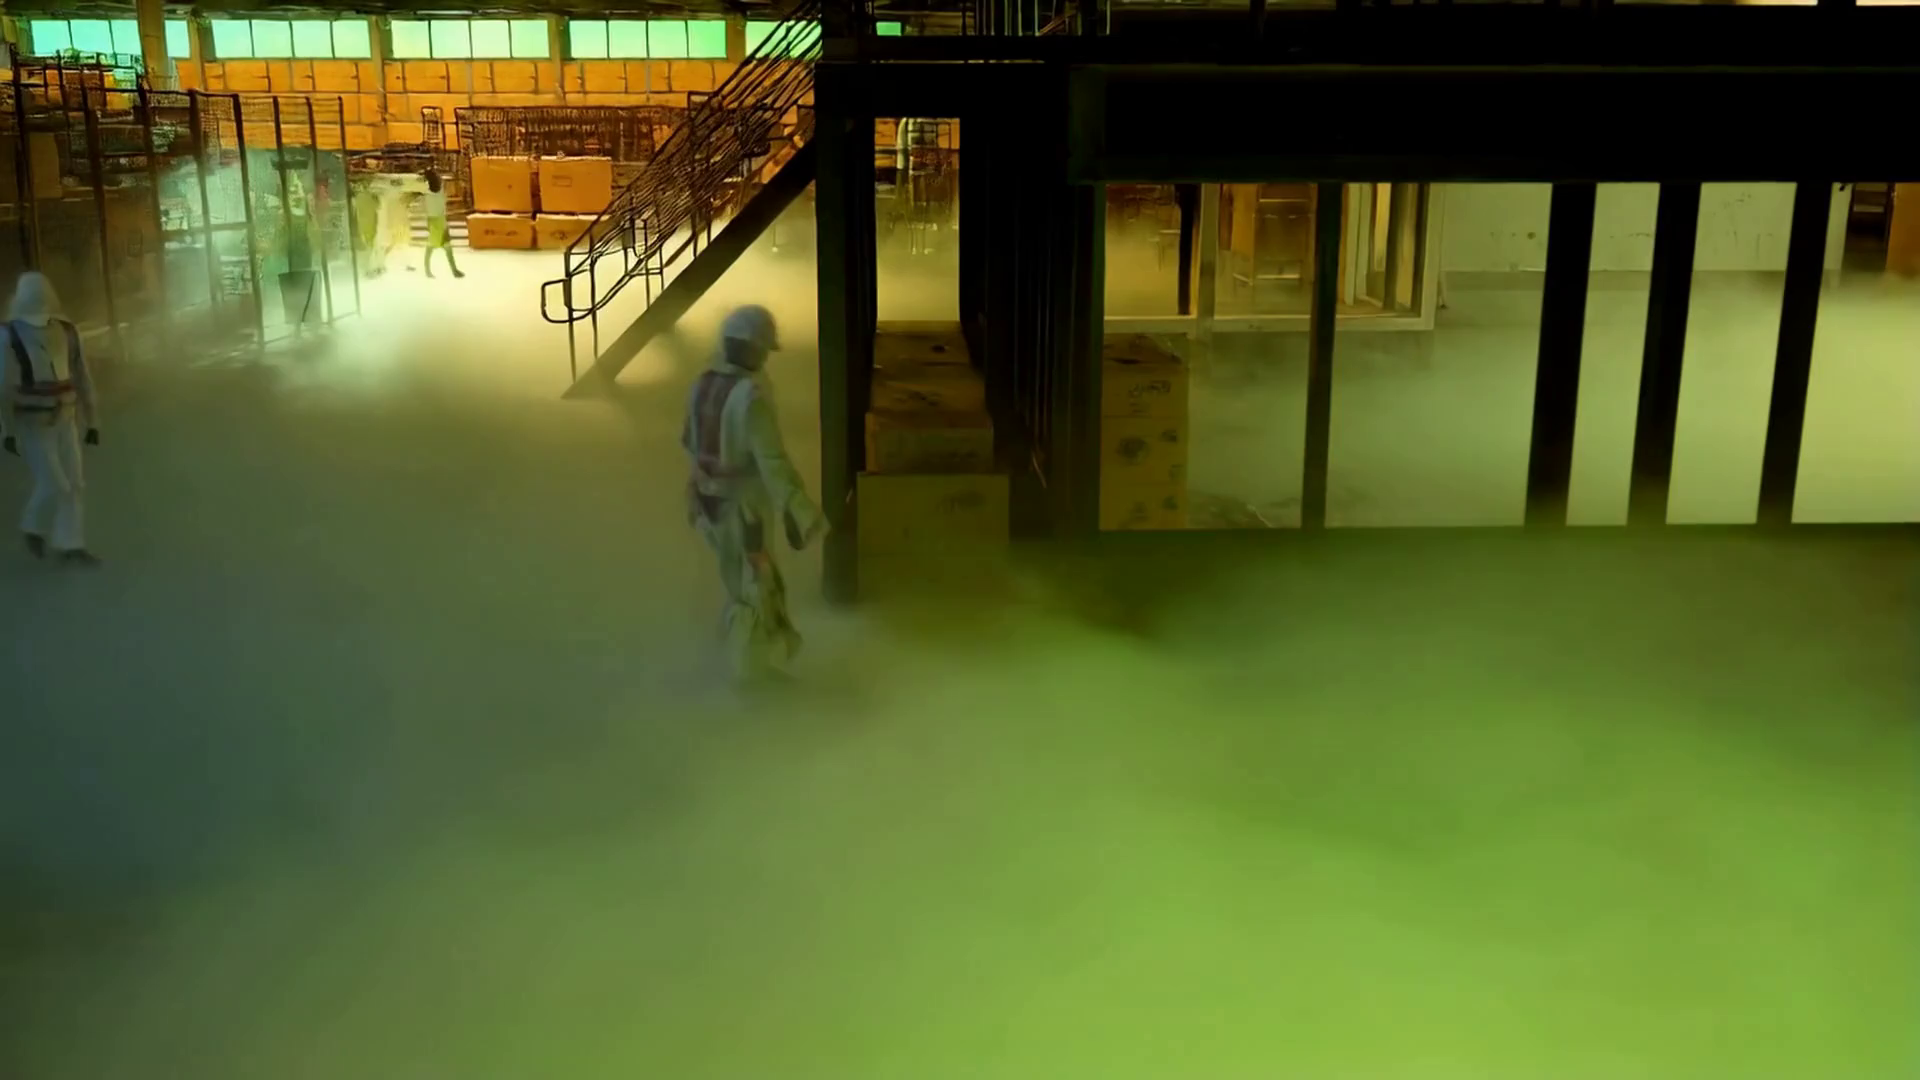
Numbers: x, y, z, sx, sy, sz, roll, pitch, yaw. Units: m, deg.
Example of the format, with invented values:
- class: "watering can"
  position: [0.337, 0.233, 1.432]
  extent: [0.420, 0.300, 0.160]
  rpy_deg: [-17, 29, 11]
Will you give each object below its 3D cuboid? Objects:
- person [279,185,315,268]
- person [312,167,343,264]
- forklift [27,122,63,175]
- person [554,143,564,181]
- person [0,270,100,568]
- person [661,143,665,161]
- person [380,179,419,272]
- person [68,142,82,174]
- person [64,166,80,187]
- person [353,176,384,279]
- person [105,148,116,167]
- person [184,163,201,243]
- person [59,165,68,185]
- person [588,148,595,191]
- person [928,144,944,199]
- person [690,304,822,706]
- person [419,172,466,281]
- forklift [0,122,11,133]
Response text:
- class: "person"
  position: [-9.876, -4.353, 24.832]
  extent: [0.340, 1.845, 0.513]
  rpy_deg: [7, 16, 26]
- class: "person"
  position: [-12.627, -6.414, 32.954]
  extent: [0.547, 1.900, 0.614]
  rpy_deg: [-4, 14, -14]
- class: "forklift"
  position: [-35.376, -14.773, 64.377]
  extent: [1.129, 2.768, 1.873]
  rpy_deg: [-1, 14, -2]
- class: "person"
  position: [-17.996, -16.860, 74.705]
  extent: [0.978, 1.908, 0.620]
  rpy_deg: [4, 15, 16]
- class: "person"
  position: [-5.673, -0.733, 10.317]
  extent: [0.461, 1.865, 0.598]
  rpy_deg: [7, 16, 25]
- class: "person"
  position: [-15.168, -19.394, 85.028]
  extent: [0.806, 1.811, 0.585]
  rpy_deg: [-2, 14, -7]
- class: "person"
  position: [-10.645, -5.897, 31.234]
  extent: [0.873, 1.730, 0.527]
  rpy_deg: [2, 14, 8]
- class: "person"
  position: [-40.199, -17.097, 75.581]
  extent: [0.620, 1.947, 1.022]
  rpy_deg: [-1, 14, -3]
- class: "person"
  position: [-24.207, -9.362, 45.308]
  extent: [0.499, 1.617, 0.398]
  rpy_deg: [-1, 14, -5]
- class: "person"
  position: [-10.720, -5.684, 30.202]
  extent: [0.502, 1.833, 0.979]
  rpy_deg: [2, 14, 7]
- class: "person"
  position: [-40.202, -17.812, 78.789]
  extent: [0.544, 1.754, 0.359]
  rpy_deg: [-1, 14, -4]
- class: "person"
  position: [-16.221, -7.016, 35.287]
  extent: [0.375, 1.939, 0.546]
  rpy_deg: [-4, 15, -15]
- class: "person"
  position: [-20.565, -7.643, 37.841]
  extent: [0.857, 1.901, 0.563]
  rpy_deg: [-4, 15, -15]
- class: "person"
  position: [-15.447, -15.536, 69.749]
  extent: [0.476, 1.780, 0.534]
  rpy_deg: [-1, 14, -4]
- class: "person"
  position: [-0.906, -13.760, 62.086]
  extent: [0.792, 2.015, 0.626]
  rpy_deg: [11, 18, 36]
- class: "person"
  position: [-0.978, -0.166, 7.947]
  extent: [0.540, 1.913, 0.621]
  rpy_deg: [-9, 17, -33]
- class: "person"
  position: [-9.262, -5.561, 29.522]
  extent: [1.003, 1.906, 0.621]
  rpy_deg: [11, 18, 38]
- class: "forklift"
  position: [-37.568, -14.980, 65.204]
  extent: [1.129, 2.768, 1.873]
  rpy_deg: [-1, 14, -2]
